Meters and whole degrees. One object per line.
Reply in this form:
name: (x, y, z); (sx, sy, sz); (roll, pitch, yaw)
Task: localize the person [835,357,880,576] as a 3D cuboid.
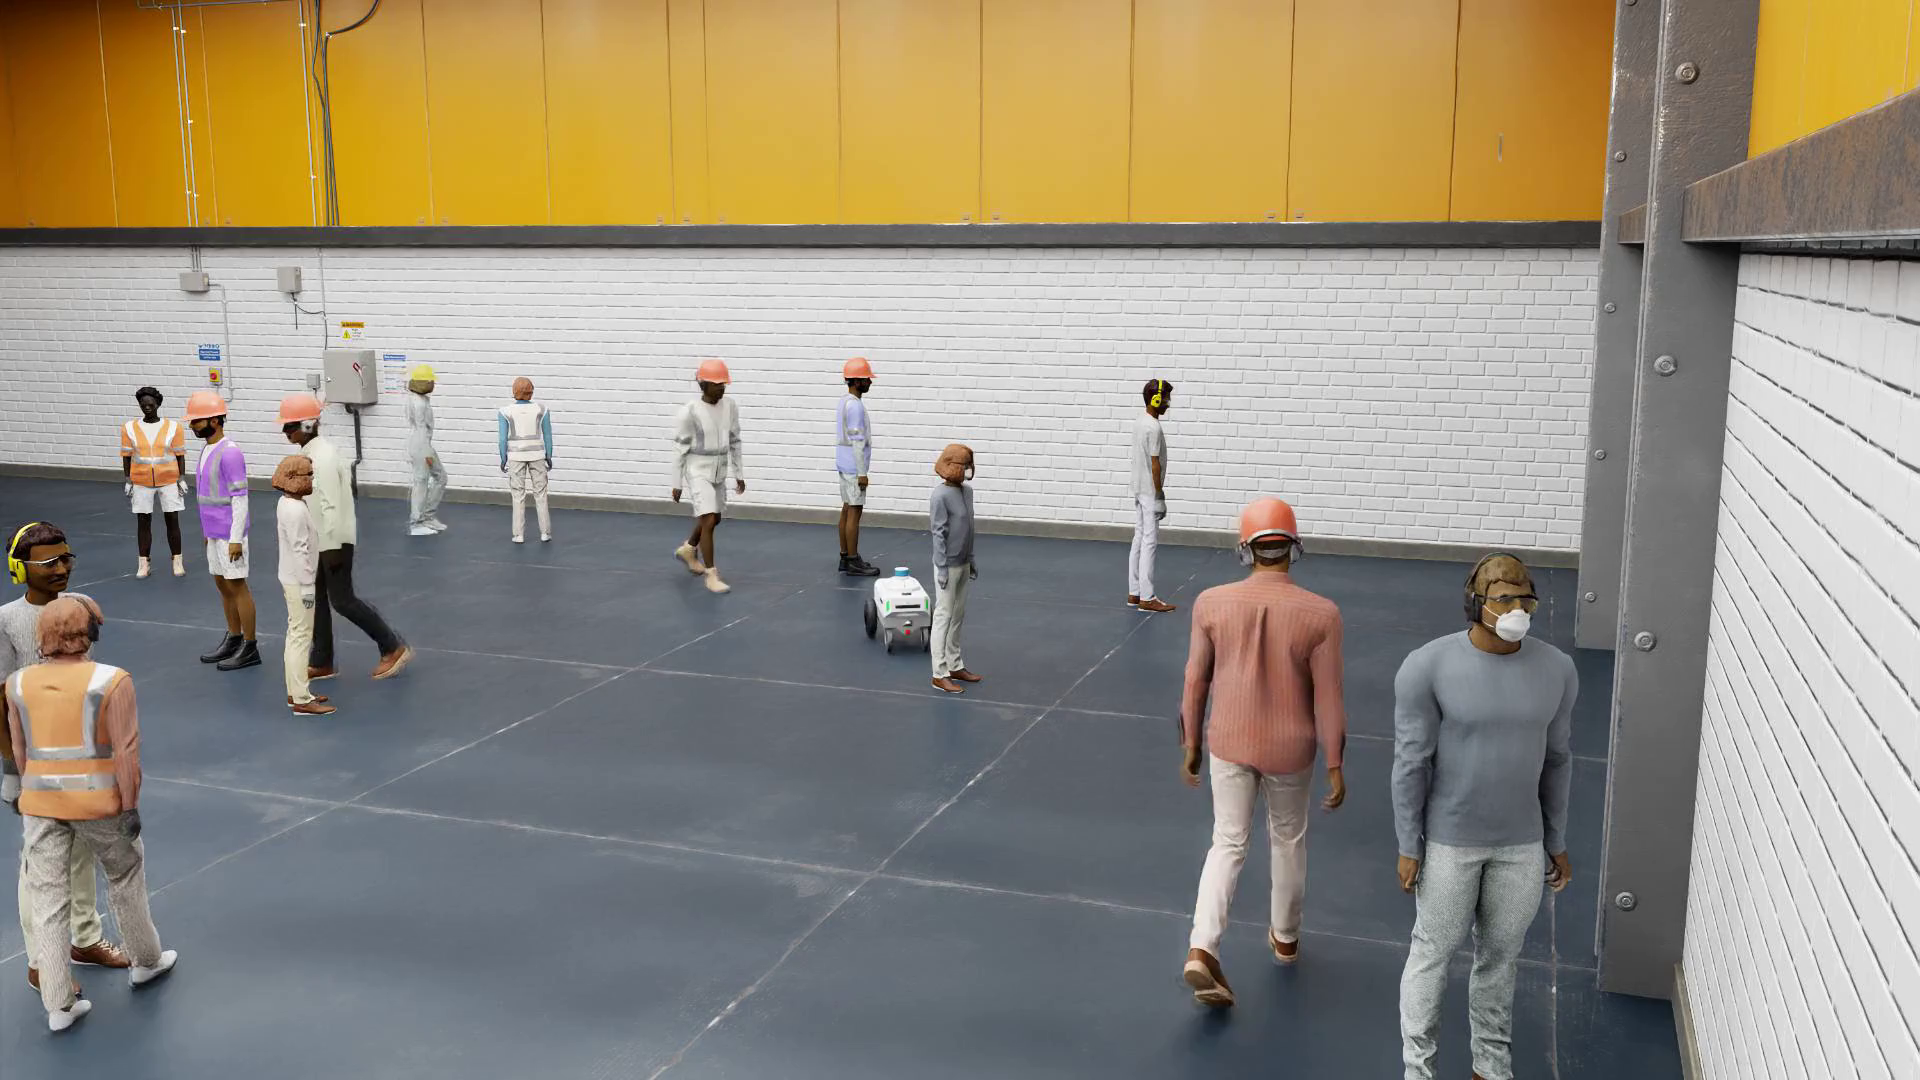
person: (-0.917, -0.651, 14.774); (0.370, 1.939, 0.543); (-3, 10, -15)

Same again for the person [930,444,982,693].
person: (-0.034, 0.175, 10.983); (0.289, 1.634, 0.499); (5, 11, 25)

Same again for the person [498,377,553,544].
person: (-4.258, -0.778, 16.330); (0.517, 1.639, 0.314); (-3, 11, -18)

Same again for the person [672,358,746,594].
person: (-2.232, -0.576, 14.232); (0.913, 2.000, 0.645); (10, 14, 44)

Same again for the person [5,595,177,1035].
person: (-3.338, 1.008, 6.361); (0.518, 1.597, 0.727); (0, 10, 0)

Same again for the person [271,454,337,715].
person: (-4.122, 0.275, 10.417); (0.268, 1.632, 0.509); (-5, 11, -27)

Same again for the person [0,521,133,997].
person: (-3.536, 0.846, 6.539); (0.328, 1.872, 0.515); (3, 11, 18)

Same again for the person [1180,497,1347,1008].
person: (1.165, 0.820, 6.494); (0.660, 1.950, 0.936); (4, 11, 20)

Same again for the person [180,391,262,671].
person: (-5.113, -0.064, 11.480); (0.377, 1.932, 0.552); (-9, 14, -42)

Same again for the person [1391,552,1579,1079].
person: (1.727, 0.996, 5.498); (0.627, 1.940, 0.371); (-2, 10, -9)

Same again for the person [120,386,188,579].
person: (-7.077, -0.506, 14.634); (0.533, 1.697, 0.319); (-4, 11, -21)

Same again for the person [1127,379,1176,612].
person: (1.533, -0.362, 13.359); (0.335, 1.865, 0.521); (-2, 10, -11)

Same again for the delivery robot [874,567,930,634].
delivery robot: (-0.428, 0.446, 12.229); (0.477, 0.478, 0.707); (-2, 10, -9)

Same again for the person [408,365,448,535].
person: (-5.373, -0.907, 16.800); (0.503, 1.724, 0.517); (-3, 10, -15)

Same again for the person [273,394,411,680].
person: (-4.155, -0.011, 11.175); (0.769, 1.958, 0.638); (-7, 12, -33)
